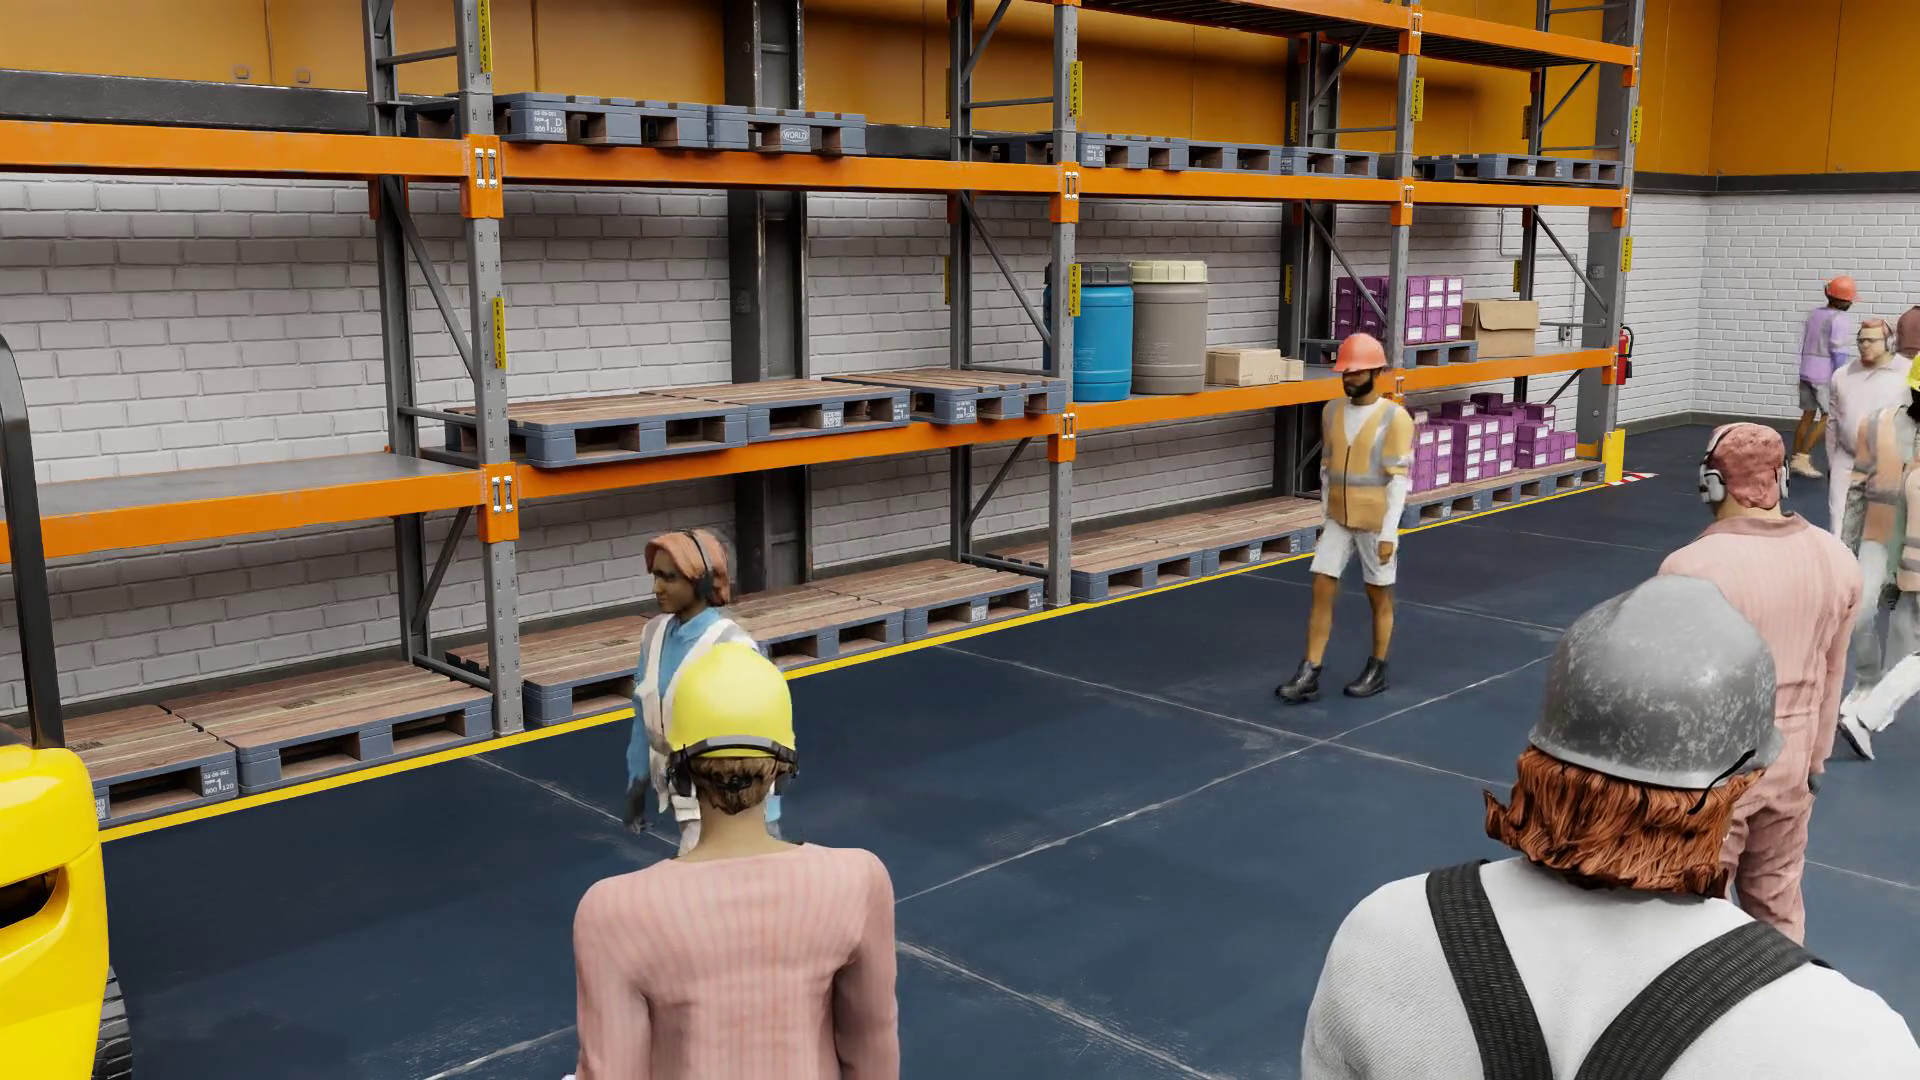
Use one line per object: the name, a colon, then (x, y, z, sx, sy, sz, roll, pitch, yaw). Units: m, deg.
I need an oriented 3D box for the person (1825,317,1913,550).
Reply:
person: (6.062, -0.539, 11.032, 0.845, 1.878, 0.651, -9, 14, -40)

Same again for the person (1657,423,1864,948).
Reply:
person: (2.131, 0.622, 4.639, 0.636, 1.902, 0.406, -3, 11, -17)

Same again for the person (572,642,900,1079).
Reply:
person: (-0.360, 1.038, 2.735, 0.534, 1.767, 0.318, -4, 11, -20)

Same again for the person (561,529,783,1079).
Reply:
person: (-0.773, 0.757, 4.711, 0.878, 1.588, 0.537, -8, 13, -38)

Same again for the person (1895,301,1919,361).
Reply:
person: (10.244, -1.775, 17.688, 0.399, 1.909, 0.642, -2, 11, -12)

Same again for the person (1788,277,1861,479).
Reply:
person: (8.543, -1.611, 16.569, 0.490, 2.000, 0.688, 0, 10, -2)

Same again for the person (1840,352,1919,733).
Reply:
person: (4.518, 0.012, 7.982, 0.417, 1.888, 0.648, -9, 14, -40)

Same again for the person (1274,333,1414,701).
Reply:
person: (1.959, -0.084, 8.462, 0.856, 1.905, 0.578, -9, 14, -41)

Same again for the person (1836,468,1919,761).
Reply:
person: (4.431, 0.217, 7.641, 0.774, 1.606, 0.512, -1, 10, -5)

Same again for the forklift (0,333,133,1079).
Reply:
forklift: (-3.289, 0.485, 4.582, 1.214, 2.155, 2.313, -10, 14, -44)
